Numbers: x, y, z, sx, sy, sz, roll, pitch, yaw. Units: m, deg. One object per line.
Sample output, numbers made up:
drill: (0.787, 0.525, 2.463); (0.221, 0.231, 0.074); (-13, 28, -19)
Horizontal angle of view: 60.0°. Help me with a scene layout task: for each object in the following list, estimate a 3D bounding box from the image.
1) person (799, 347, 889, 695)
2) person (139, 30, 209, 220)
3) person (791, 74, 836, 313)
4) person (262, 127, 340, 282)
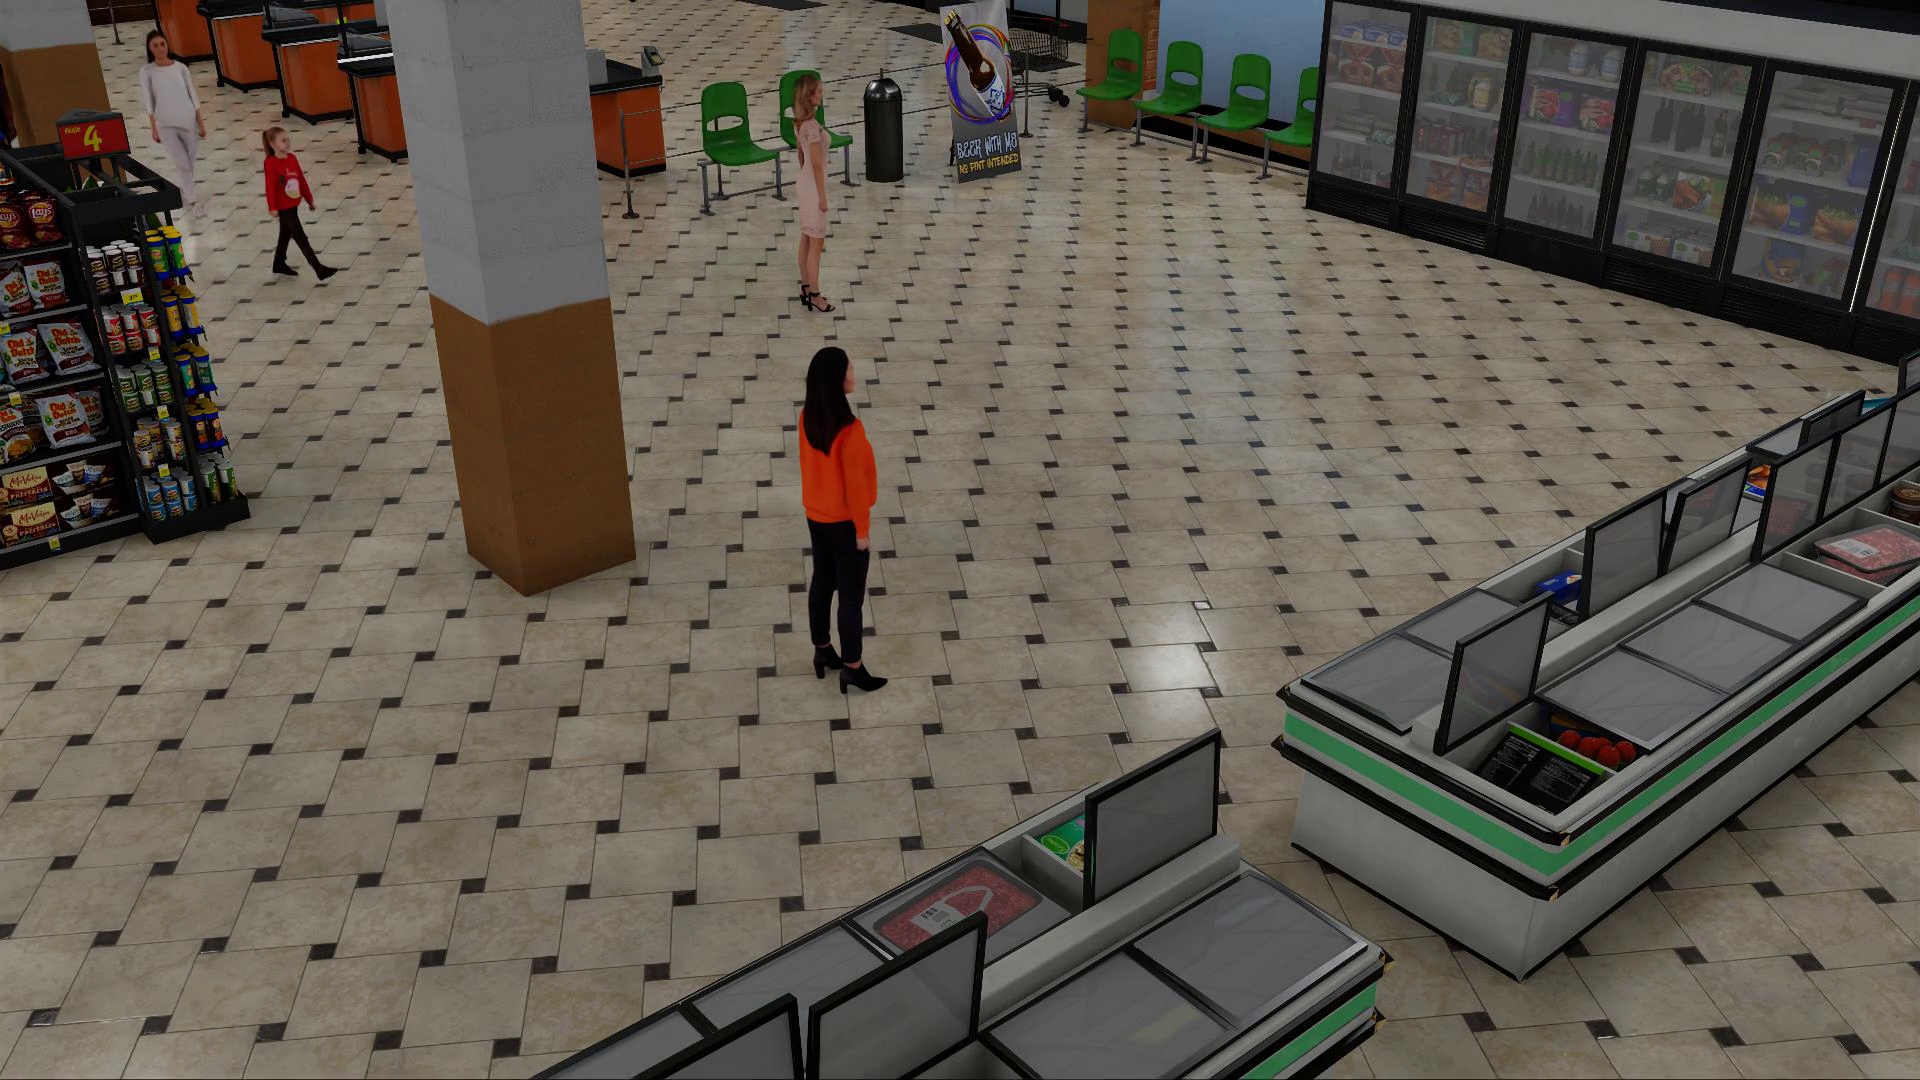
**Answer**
person: (-0.582, -0.090, 7.899); (0.559, 1.748, 0.625); (-19, 32, -32)
person: (-7.278, -3.849, 15.417); (0.977, 1.653, 0.664); (-20, 33, -34)
person: (-1.164, -2.690, 12.933); (0.600, 1.831, 0.629); (-10, 29, -19)
person: (-5.582, -2.743, 13.681); (0.875, 1.248, 0.902); (7, 28, 14)
